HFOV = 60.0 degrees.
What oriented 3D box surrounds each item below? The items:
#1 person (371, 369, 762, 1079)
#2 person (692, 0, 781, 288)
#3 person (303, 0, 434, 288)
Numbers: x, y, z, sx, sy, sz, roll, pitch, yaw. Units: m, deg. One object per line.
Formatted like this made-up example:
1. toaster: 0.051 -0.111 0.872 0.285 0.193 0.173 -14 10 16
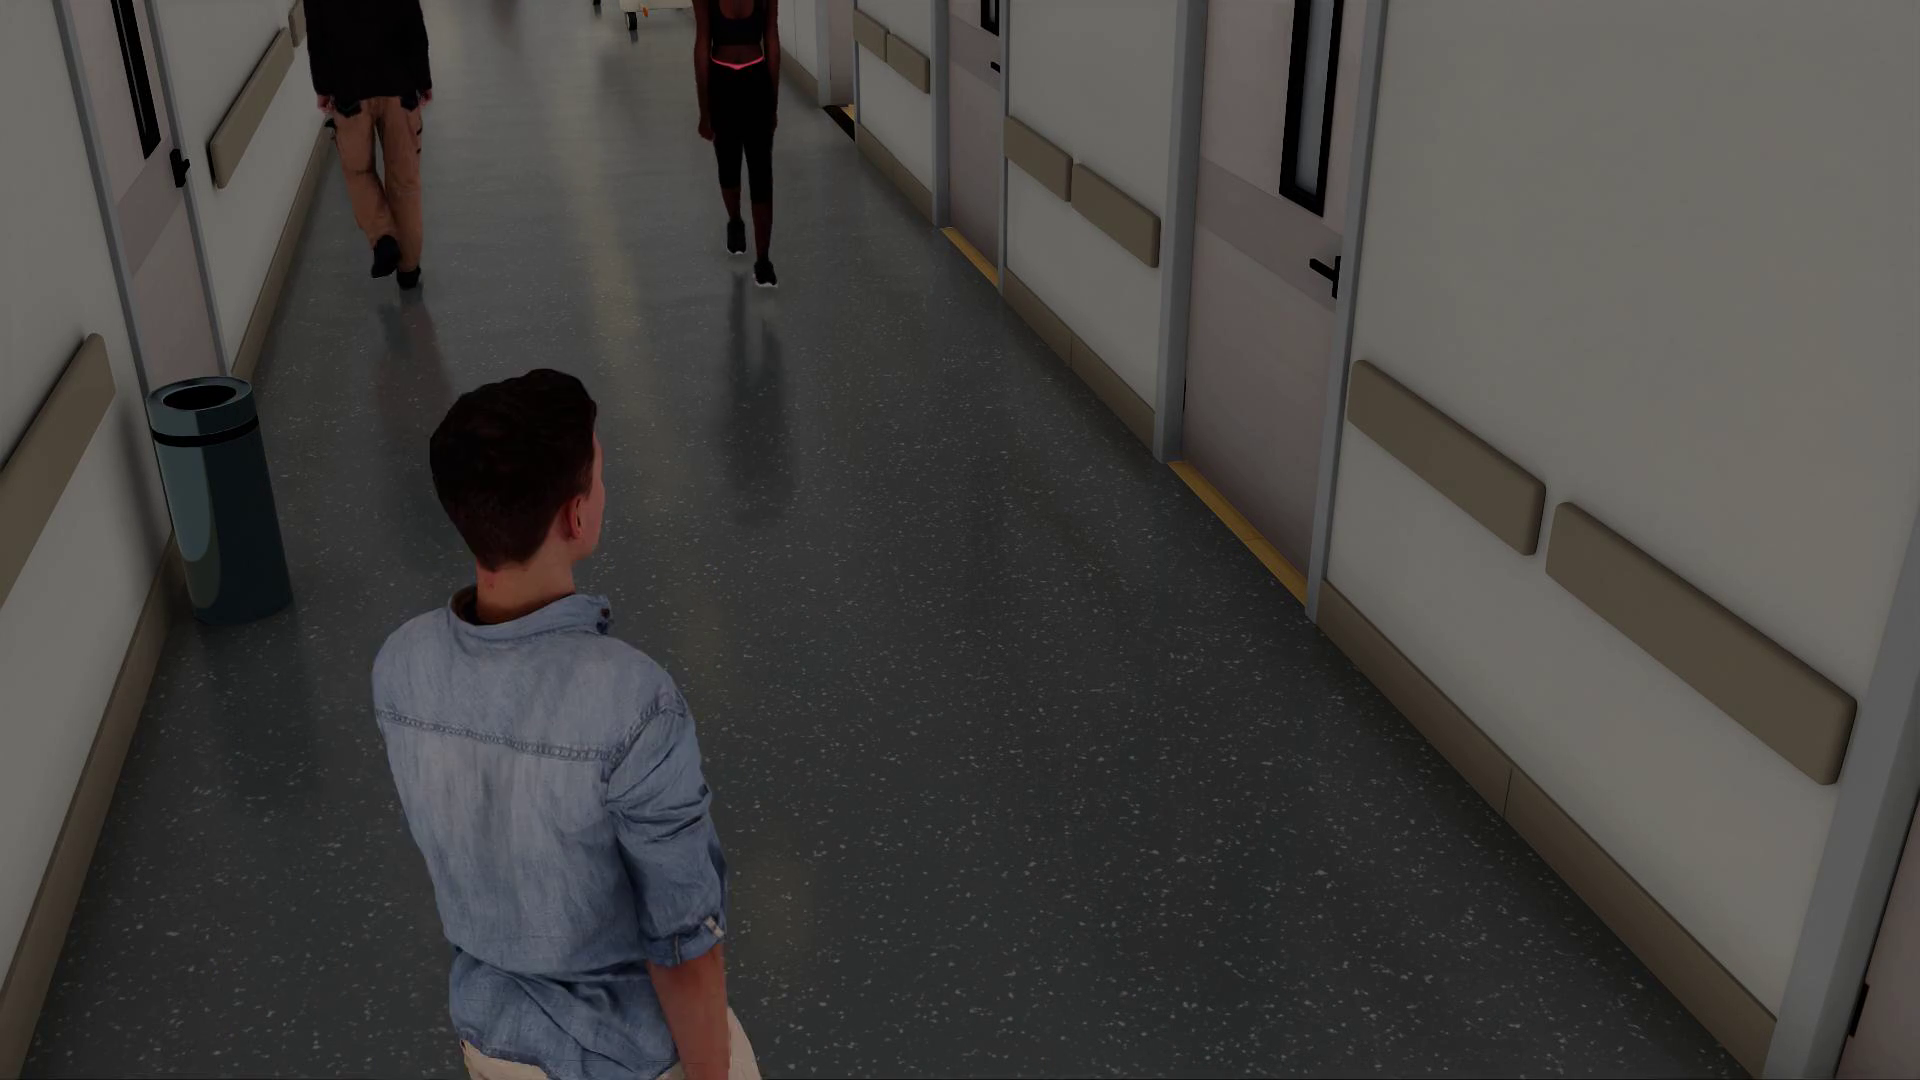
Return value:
1. person: -0.543 0.696 2.180 0.842 1.838 0.905 11 28 21
2. person: -1.118 -2.163 8.320 1.158 1.654 0.737 -4 26 -8
3. person: -2.800 -2.119 7.932 0.713 1.913 0.798 -9 27 -19
